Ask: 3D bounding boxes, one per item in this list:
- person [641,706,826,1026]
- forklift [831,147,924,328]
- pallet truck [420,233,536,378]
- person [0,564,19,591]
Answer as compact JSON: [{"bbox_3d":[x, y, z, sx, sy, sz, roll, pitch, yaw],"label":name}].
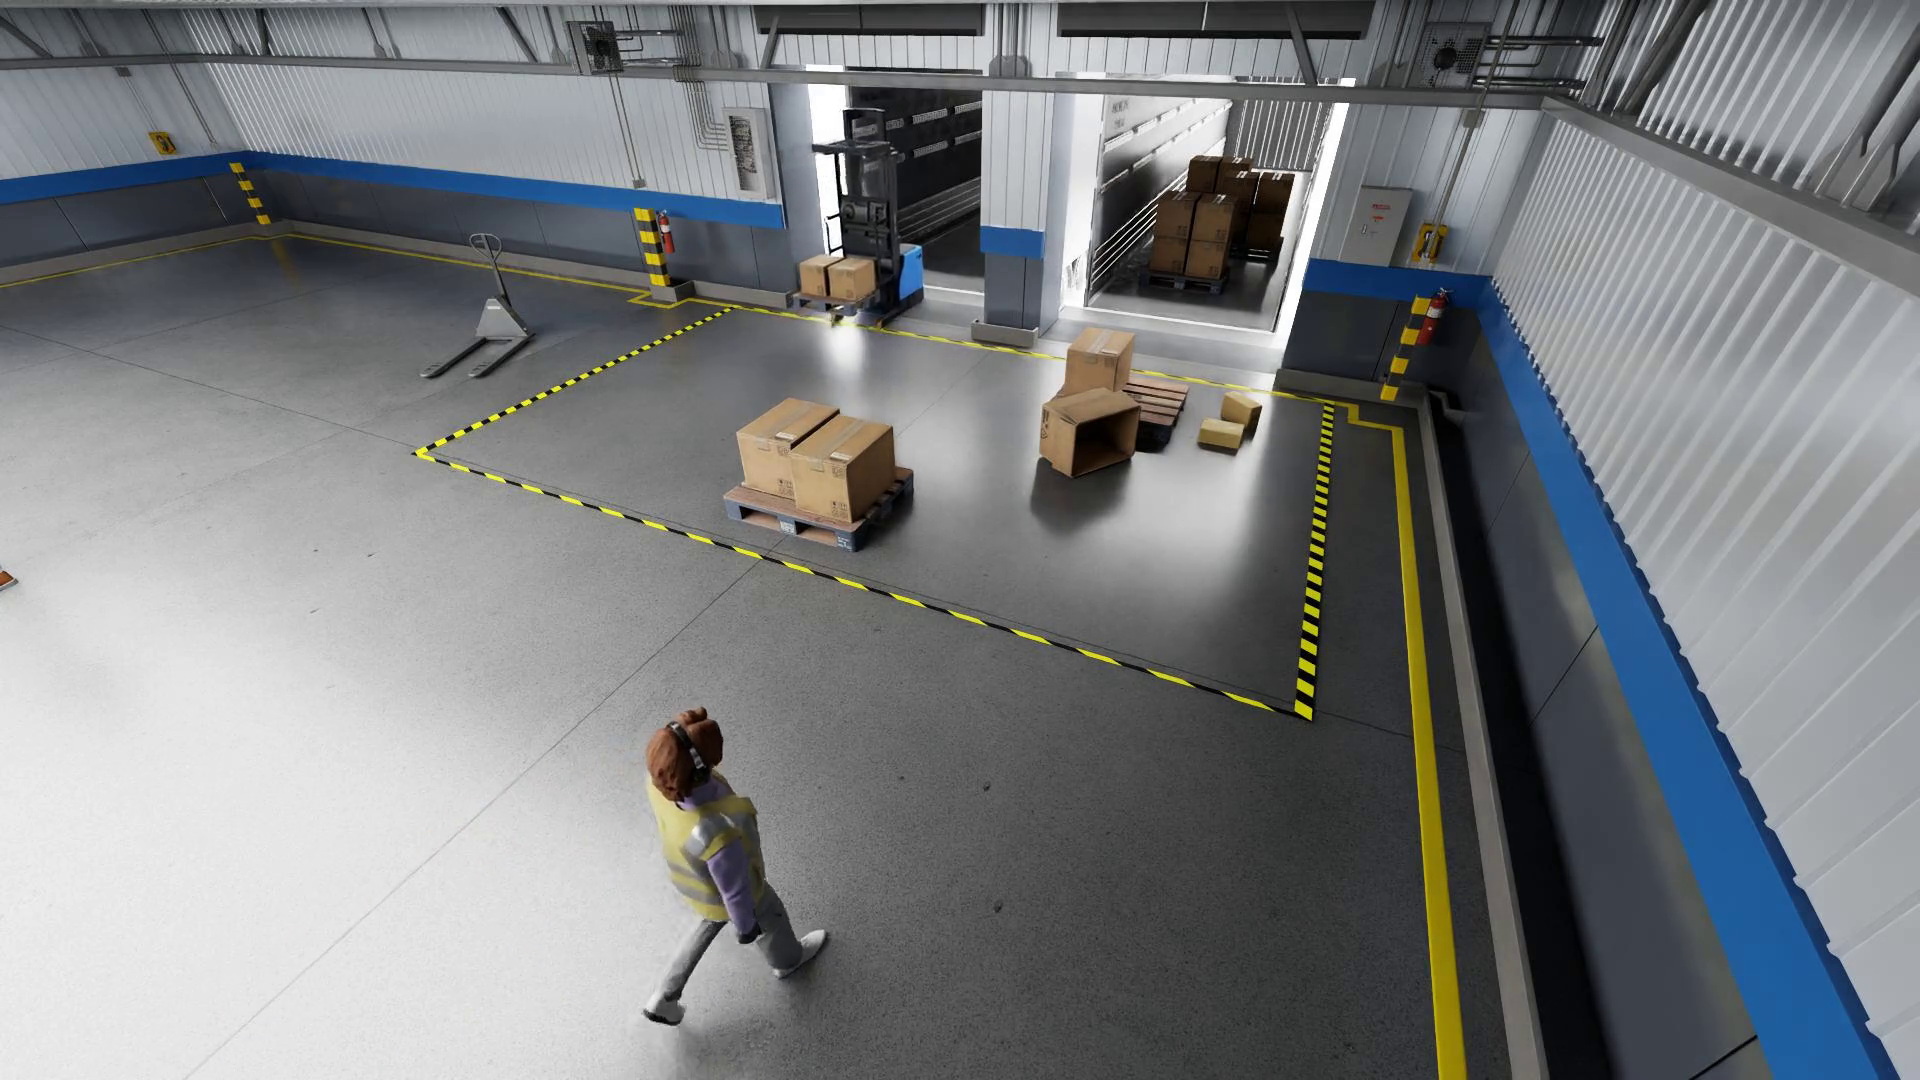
[{"bbox_3d":[-0.880,1.213,2.587,0.514,1.616,0.714,28,44,34],"label":"person"},{"bbox_3d":[-1.002,-4.073,9.647,0.716,2.013,0.776,15,38,20],"label":"forklift"},{"bbox_3d":[-5.664,-2.712,8.427,0.680,1.201,1.601,0,35,-1],"label":"pallet truck"},{"bbox_3d":[-6.908,-0.448,4.637,0.603,1.949,0.386,17,39,22],"label":"person"}]
